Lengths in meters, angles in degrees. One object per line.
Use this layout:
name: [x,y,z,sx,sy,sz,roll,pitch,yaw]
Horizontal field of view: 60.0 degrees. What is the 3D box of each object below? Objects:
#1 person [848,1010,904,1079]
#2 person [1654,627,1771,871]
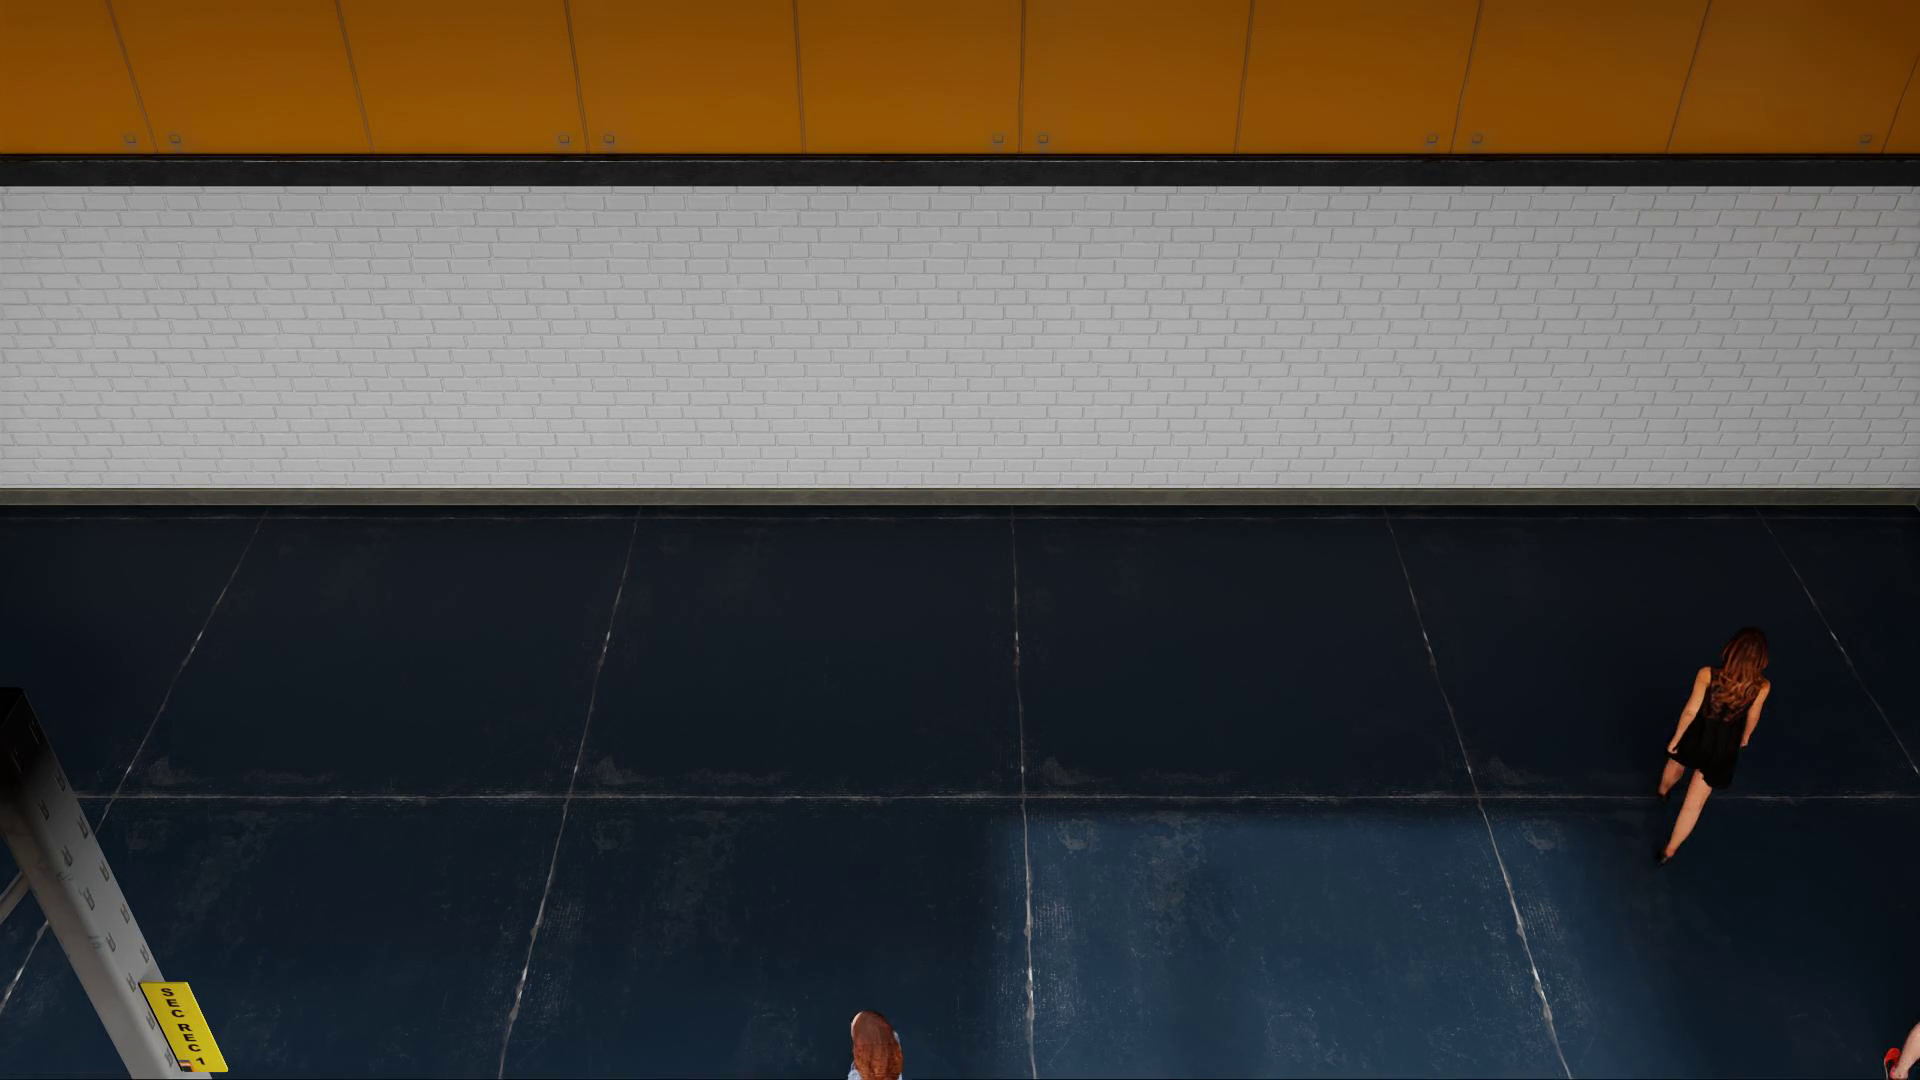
person: [-0.346,2.887,8.299,0.922,1.459,0.947,19,42,22]
person: [4.476,1.319,9.983,0.831,1.809,1.076,13,40,16]
